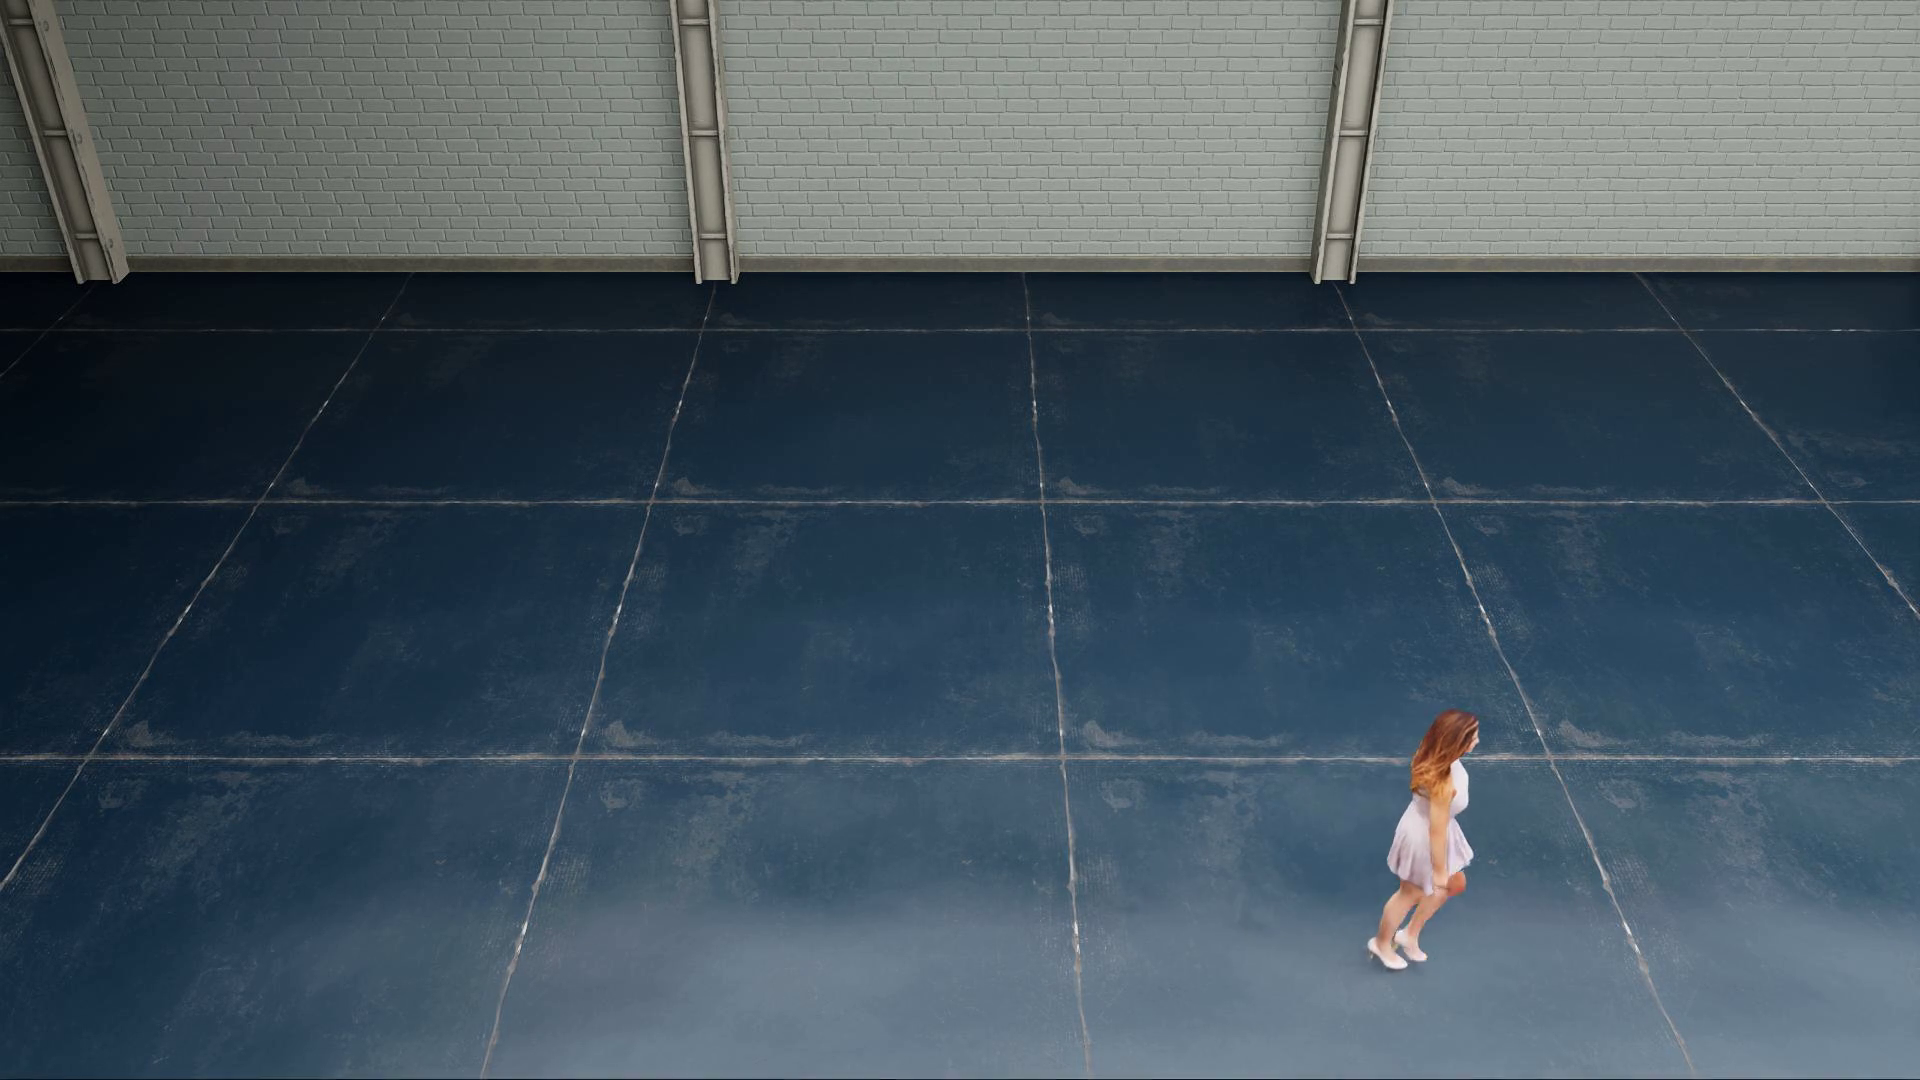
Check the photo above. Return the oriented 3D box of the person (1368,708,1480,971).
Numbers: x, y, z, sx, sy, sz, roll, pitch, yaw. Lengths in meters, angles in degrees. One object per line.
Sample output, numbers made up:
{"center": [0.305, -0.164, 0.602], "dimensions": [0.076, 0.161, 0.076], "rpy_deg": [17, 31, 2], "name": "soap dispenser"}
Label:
{"center": [2.242, 1.524, 8.336], "dimensions": [0.741, 1.755, 0.670], "rpy_deg": [11, 35, 16], "name": "person"}
